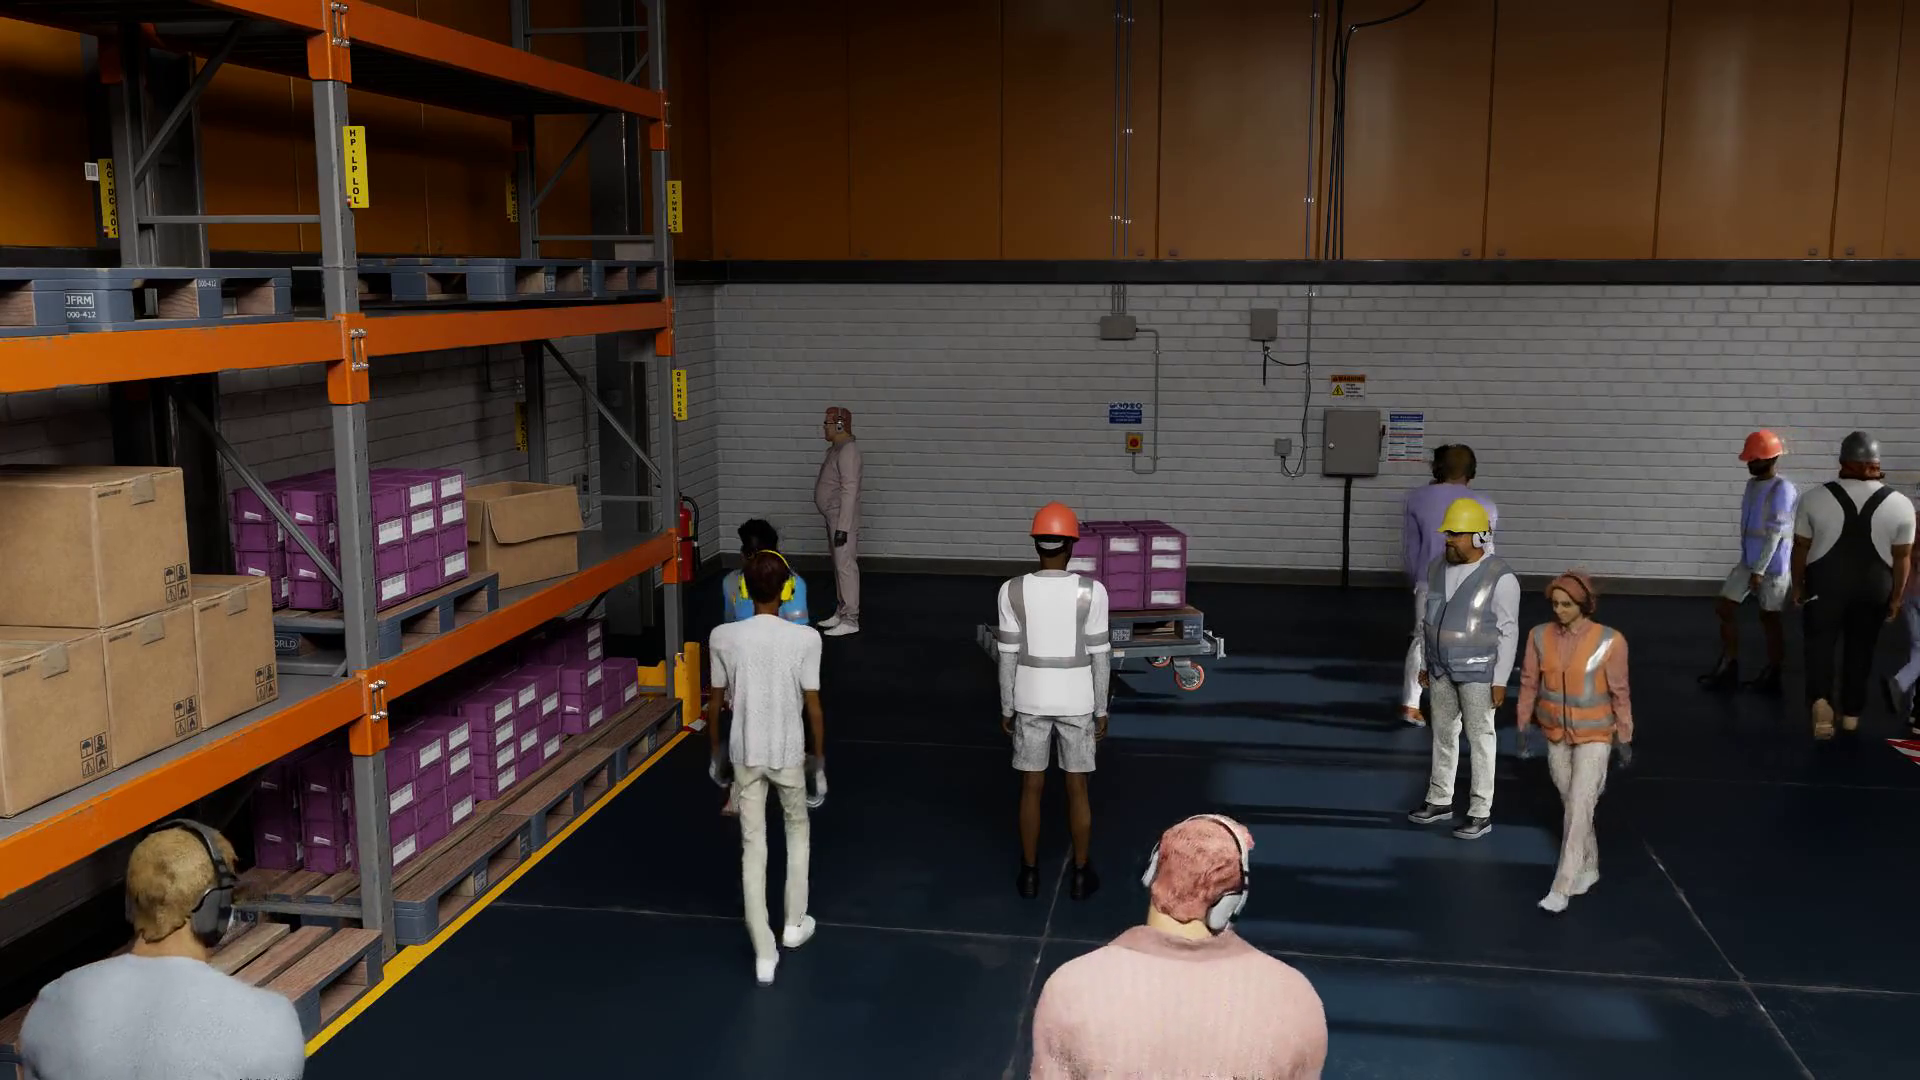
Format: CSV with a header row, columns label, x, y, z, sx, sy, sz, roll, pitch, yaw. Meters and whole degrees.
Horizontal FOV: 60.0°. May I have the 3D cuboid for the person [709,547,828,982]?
label,x,y,z,sx,sy,sz,roll,pitch,yaw
person,-0.839,0.942,7.286,0.546,1.842,0.760,0,9,1

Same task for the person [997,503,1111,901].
label,x,y,z,sx,sy,sz,roll,pitch,yaw
person,0.454,0.781,8.027,0.543,1.928,0.373,1,9,9

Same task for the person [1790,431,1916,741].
label,x,y,z,sx,sy,sz,roll,pitch,yaw
person,5.756,0.279,10.776,0.692,2.000,0.882,4,10,23

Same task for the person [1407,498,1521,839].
label,x,y,z,sx,sy,sz,roll,pitch,yaw
person,2.693,0.681,8.937,0.403,1.830,0.599,-6,11,-32

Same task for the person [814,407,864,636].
label,x,y,z,sx,sy,sz,roll,pitch,yaw
person,-1.013,-0.160,13.899,0.408,1.908,0.641,-2,9,-10

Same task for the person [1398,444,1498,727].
label,x,y,z,sx,sy,sz,roll,pitch,yaw
person,3.261,0.294,11.145,0.638,1.895,1.008,6,11,34

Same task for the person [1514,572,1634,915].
label,x,y,z,sx,sy,sz,roll,pitch,yaw
person,2.872,0.960,7.902,0.819,1.596,0.525,-8,12,-40

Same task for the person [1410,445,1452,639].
label,x,y,z,sx,sy,sz,roll,pitch,yaw
person,3.809,0.065,13.247,0.324,1.670,0.630,-1,9,-7

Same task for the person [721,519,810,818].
label,x,y,z,sx,sy,sz,roll,pitch,yaw
person,-1.097,0.696,9.396,0.541,1.647,0.872,2,9,14

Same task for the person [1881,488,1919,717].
label,x,y,z,sx,sy,sz,roll,pitch,yaw
person,6.391,0.377,11.096,0.573,1.733,0.544,-2,9,-13

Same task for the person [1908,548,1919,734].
label,x,y,z,sx,sy,sz,roll,pitch,yaw
person,6.467,0.304,10.877,0.364,1.957,0.606,4,10,23

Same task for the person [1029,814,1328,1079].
label,x,y,z,sx,sy,sz,roll,pitch,yaw
person,0.458,1.528,3.617,0.673,1.866,0.465,0,9,-2

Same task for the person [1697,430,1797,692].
label,x,y,z,sx,sy,sz,roll,pitch,yaw
person,5.641,0.169,11.894,0.710,1.901,0.537,-1,9,-8

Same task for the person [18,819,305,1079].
label,x,y,z,sx,sy,sz,roll,pitch,yaw
person,-1.617,1.531,3.457,0.654,1.919,0.420,2,9,12
